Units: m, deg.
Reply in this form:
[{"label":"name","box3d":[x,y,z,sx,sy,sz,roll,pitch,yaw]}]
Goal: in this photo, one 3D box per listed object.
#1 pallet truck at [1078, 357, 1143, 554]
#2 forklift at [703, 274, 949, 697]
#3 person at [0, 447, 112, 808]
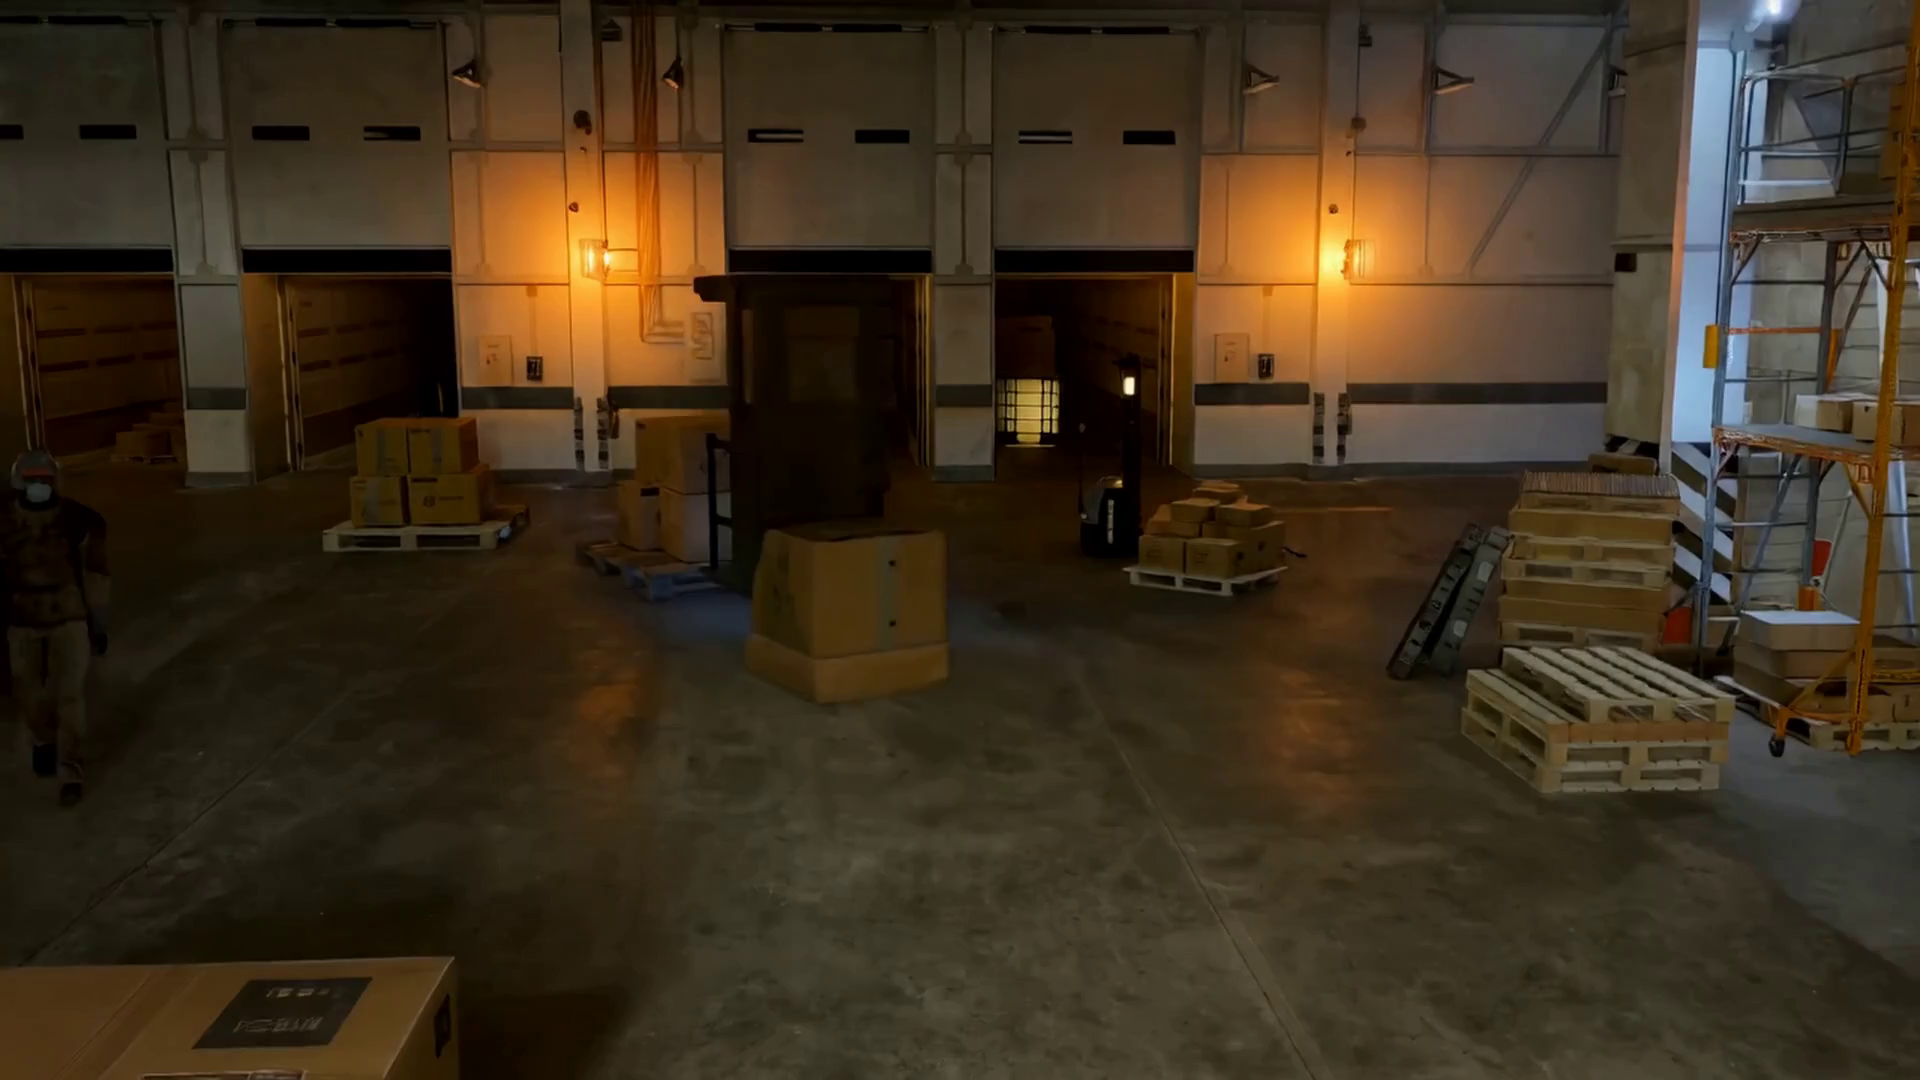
[{"label":"pallet truck","box3d":[2.088,-0.836,16.757,1.885,1.965,0.823,2,9,13]},{"label":"forklift","box3d":[-0.964,-0.469,11.694,1.129,2.768,1.873,-5,10,-30]},{"label":"person","box3d":[-4.890,0.448,8.920,0.641,1.926,0.614,-4,10,-25]}]
